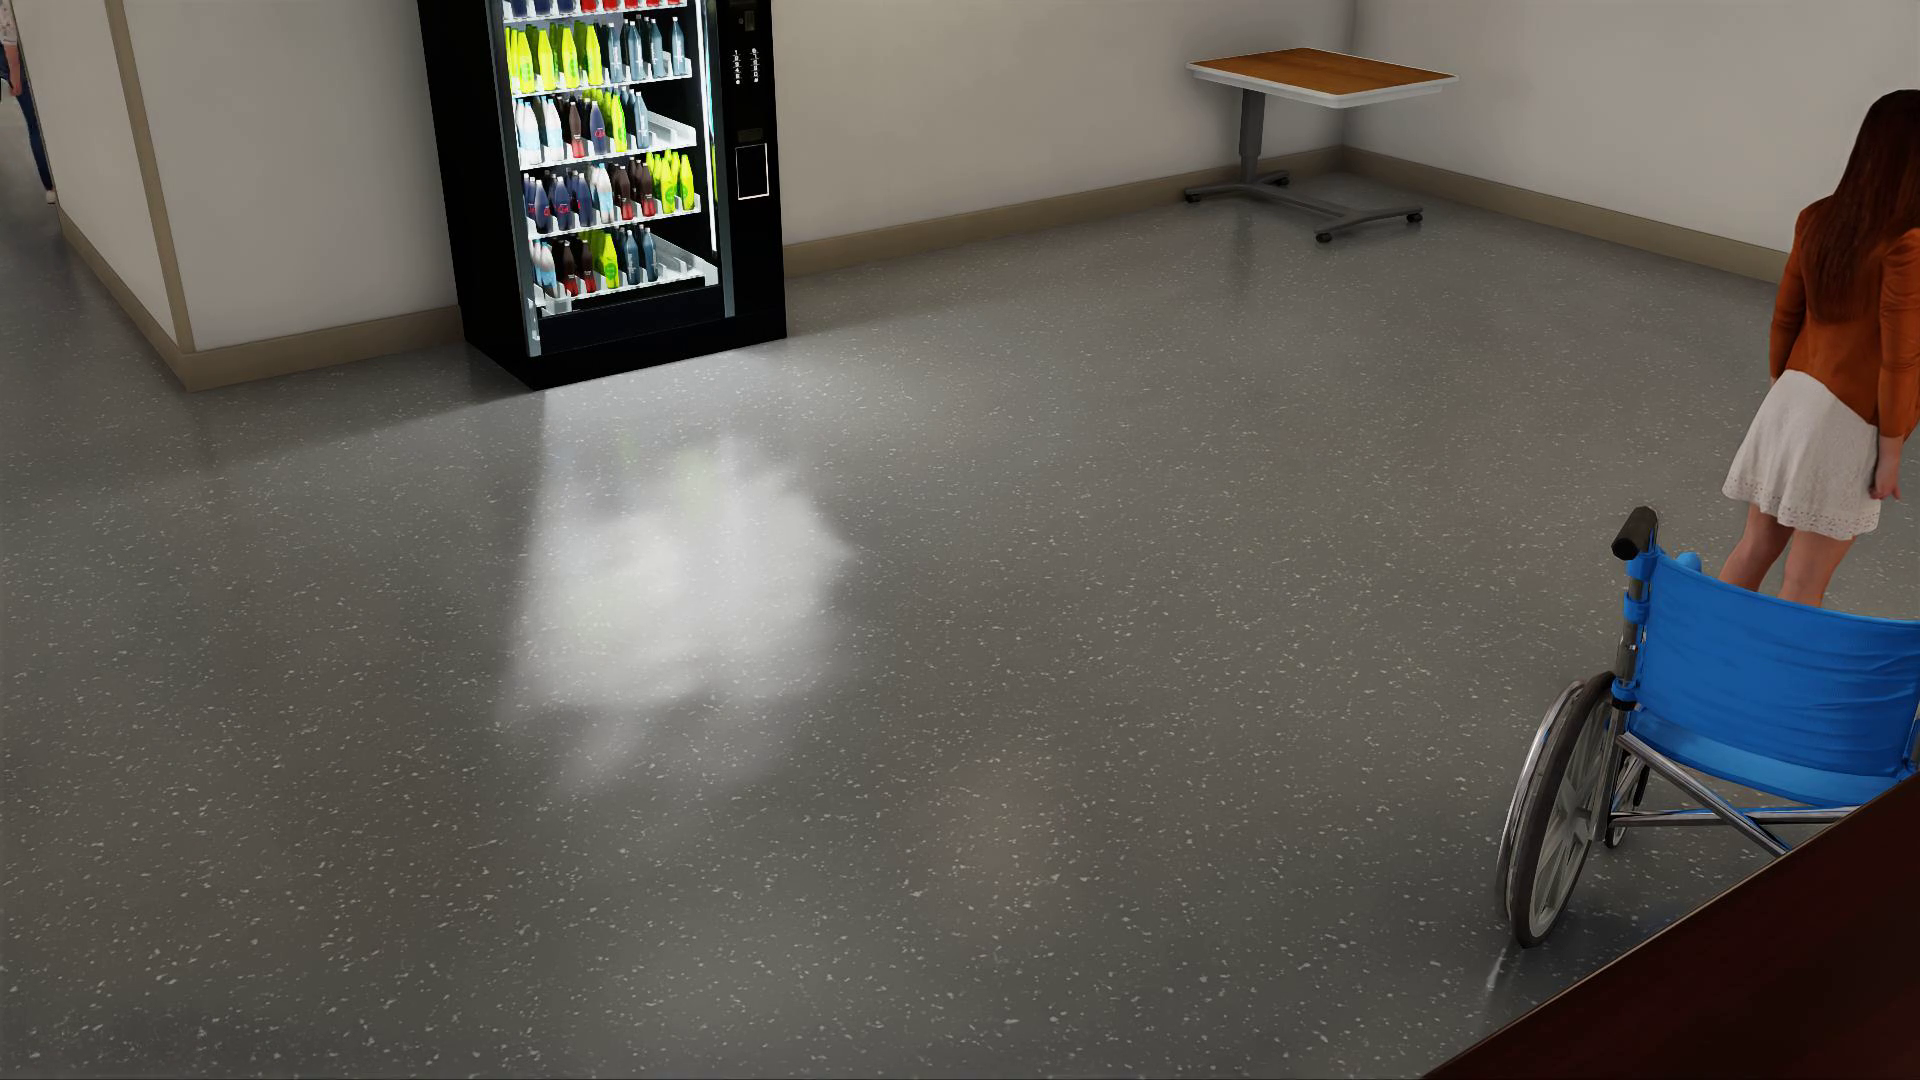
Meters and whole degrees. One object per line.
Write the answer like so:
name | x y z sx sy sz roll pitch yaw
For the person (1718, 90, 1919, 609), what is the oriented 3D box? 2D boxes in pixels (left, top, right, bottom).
person | 2.232 -0.292 4.304 0.675 1.723 0.682 -7 27 -13

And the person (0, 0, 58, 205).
person | -5.326 -2.587 9.098 1.083 1.692 1.129 4 26 7
